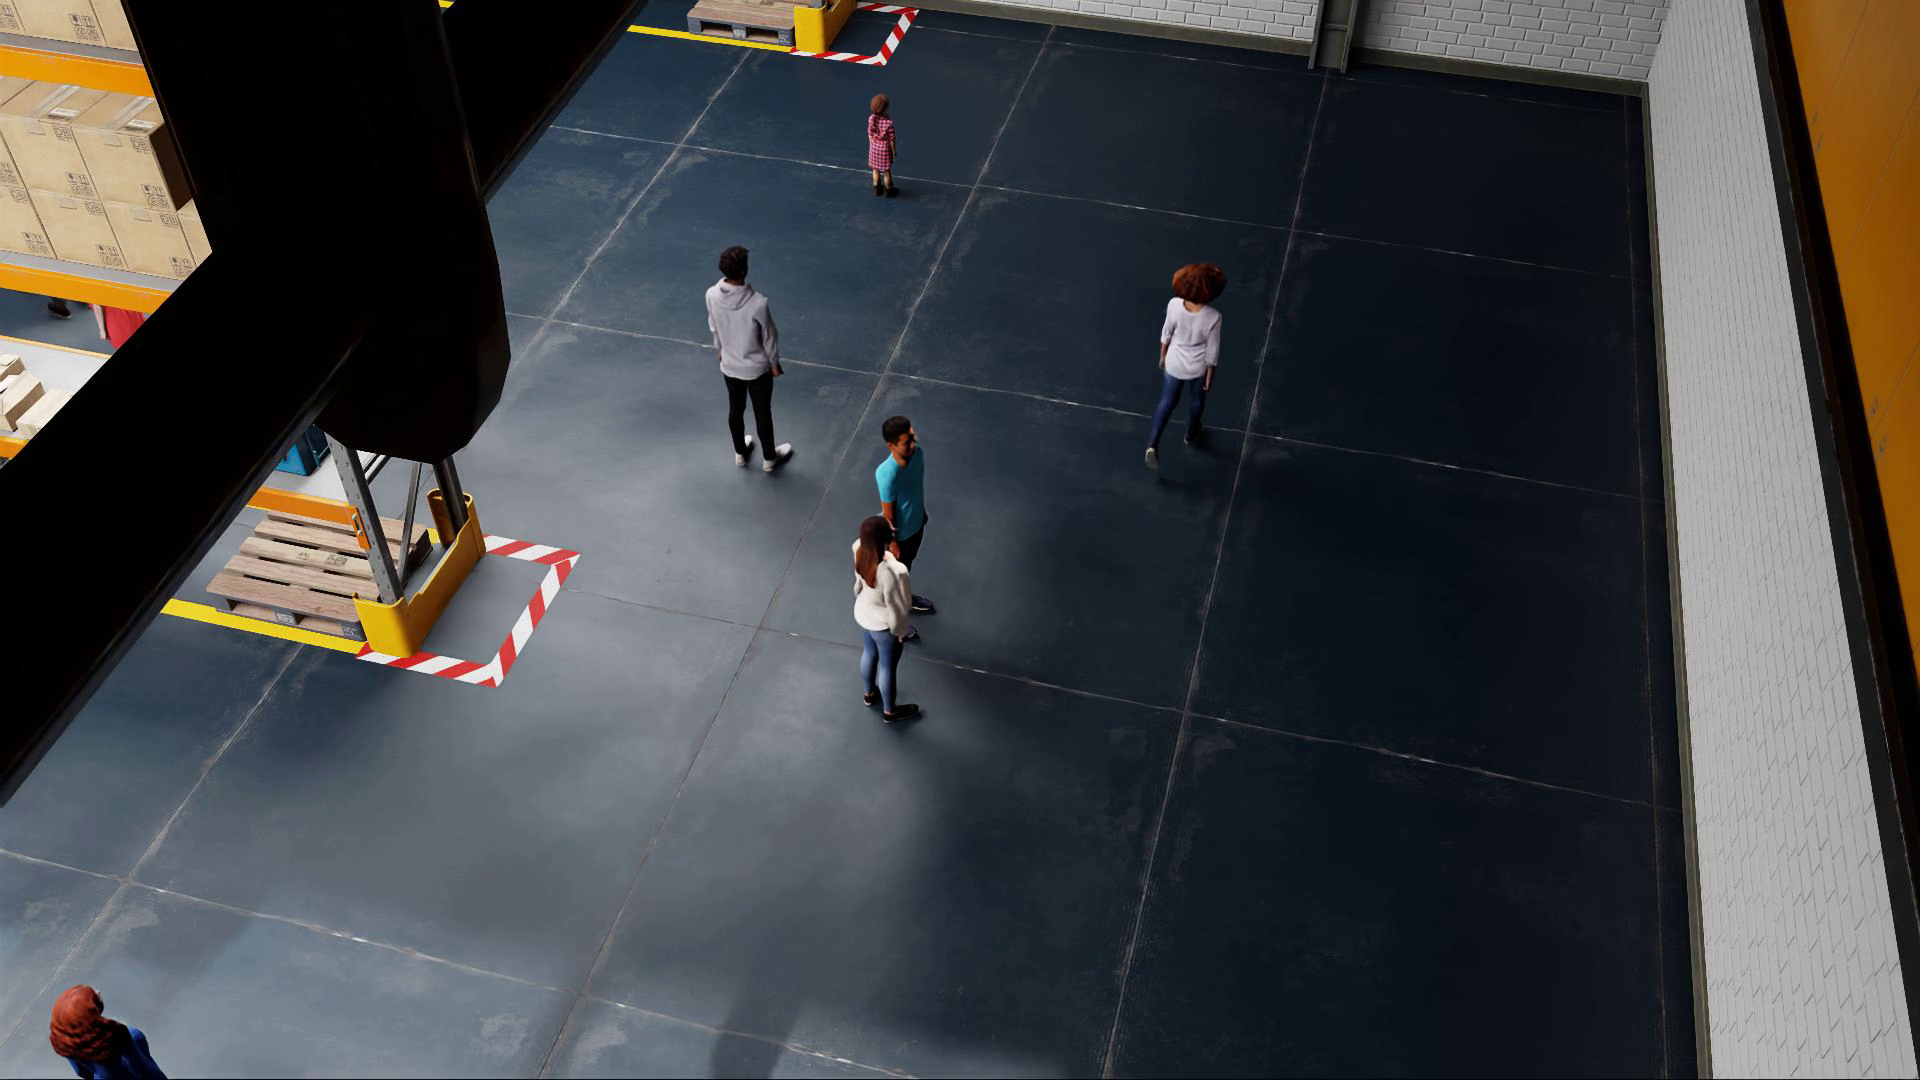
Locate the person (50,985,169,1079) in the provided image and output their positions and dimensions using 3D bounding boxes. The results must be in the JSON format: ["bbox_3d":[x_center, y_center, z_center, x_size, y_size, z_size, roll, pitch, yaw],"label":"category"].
[{"bbox_3d":[-4.002,2.720,8.094,0.491,1.829,0.660,10,45,10],"label":"person"}]

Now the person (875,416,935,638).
[{"bbox_3d":[-0.397,-0.114,11.107,0.575,1.777,0.646,18,46,18],"label":"person"}]

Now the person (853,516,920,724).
[{"bbox_3d":[-0.498,0.493,10.531,0.765,1.691,0.689,-26,49,-24],"label":"person"}]

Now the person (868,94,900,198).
[{"bbox_3d":[-0.725,-3.646,15.362,0.420,1.022,0.516,18,47,18],"label":"person"}]

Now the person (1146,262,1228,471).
[{"bbox_3d":[1.673,-1.270,12.389,1.030,1.682,0.835,20,47,20],"label":"person"}]

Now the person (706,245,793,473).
[{"bbox_3d":[-1.582,-1.322,12.263,0.545,1.930,0.744,13,45,14],"label":"person"}]
